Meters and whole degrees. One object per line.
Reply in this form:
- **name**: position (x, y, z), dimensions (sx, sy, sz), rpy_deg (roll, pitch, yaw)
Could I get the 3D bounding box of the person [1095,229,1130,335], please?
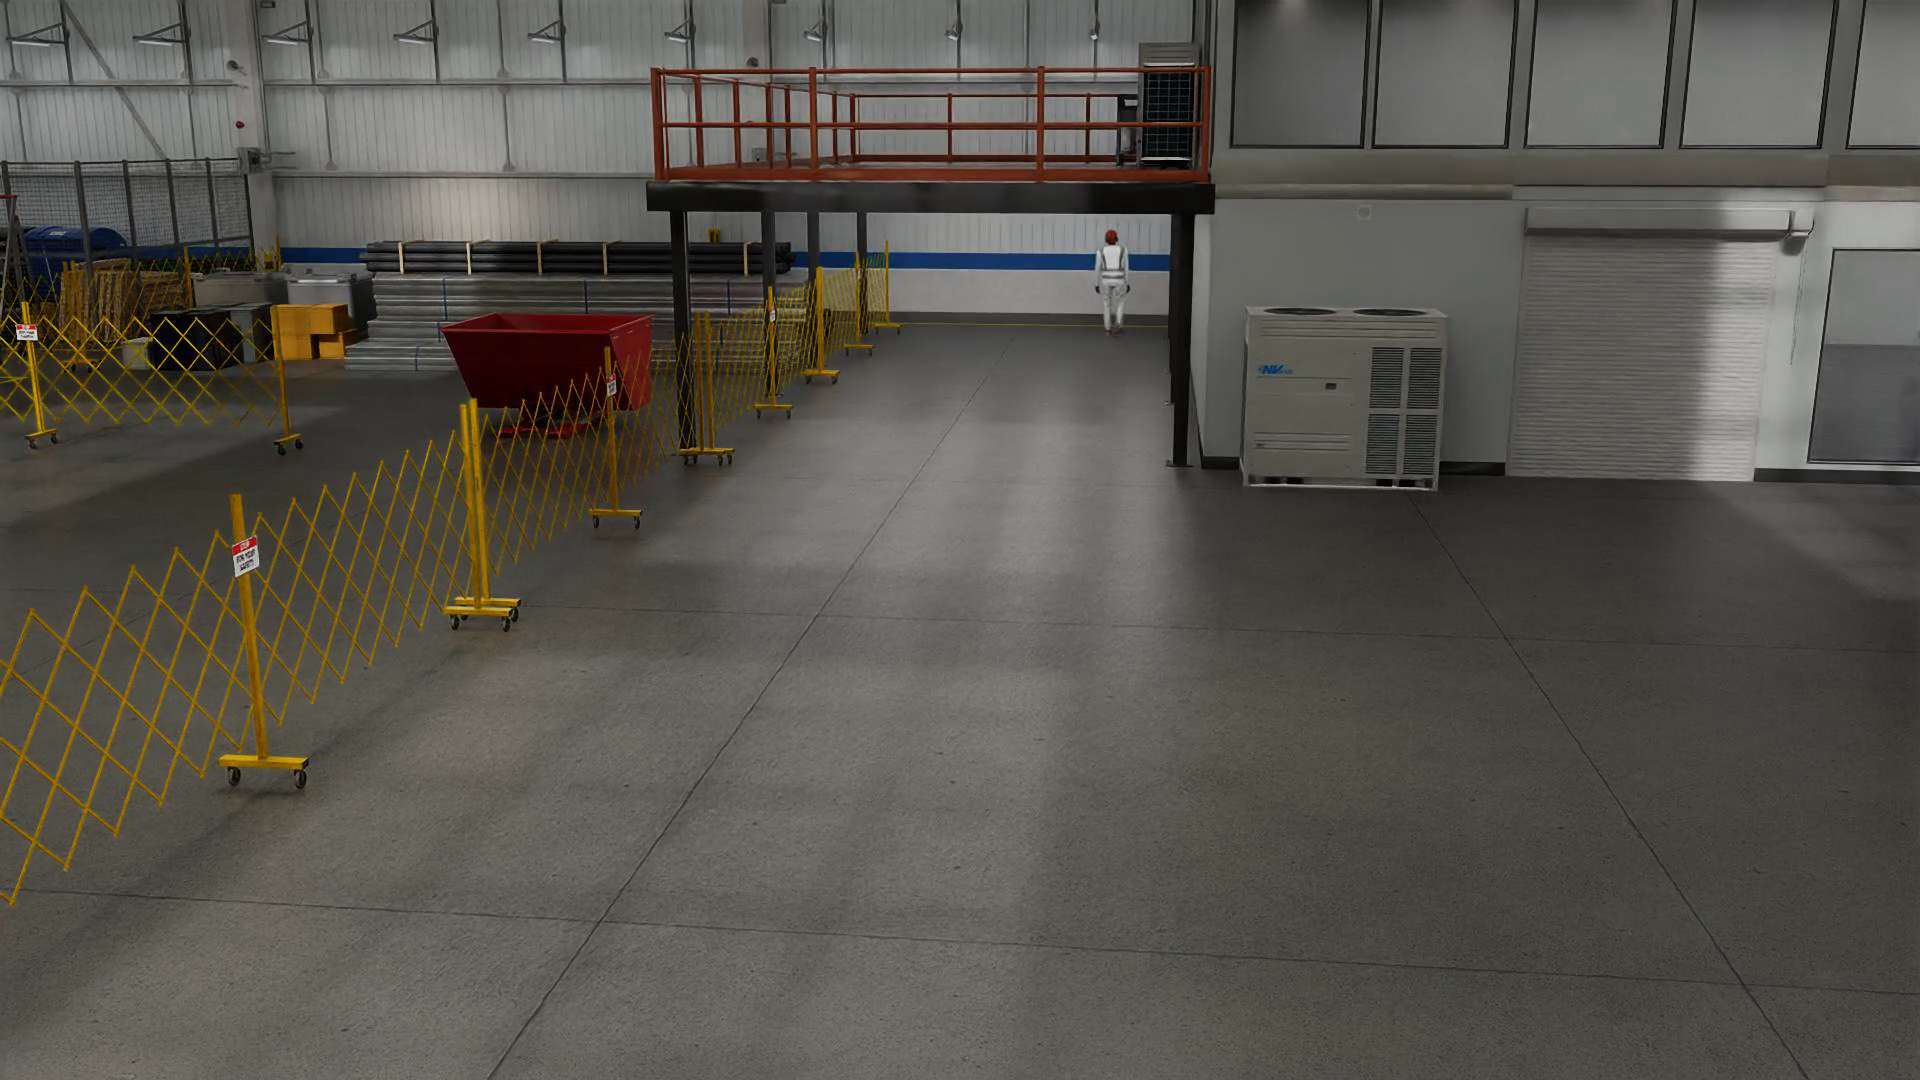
- **person**: position (2.709, -4.574, 29.578), dimensions (0.632, 1.874, 0.431), rpy_deg (2, 14, 8)
